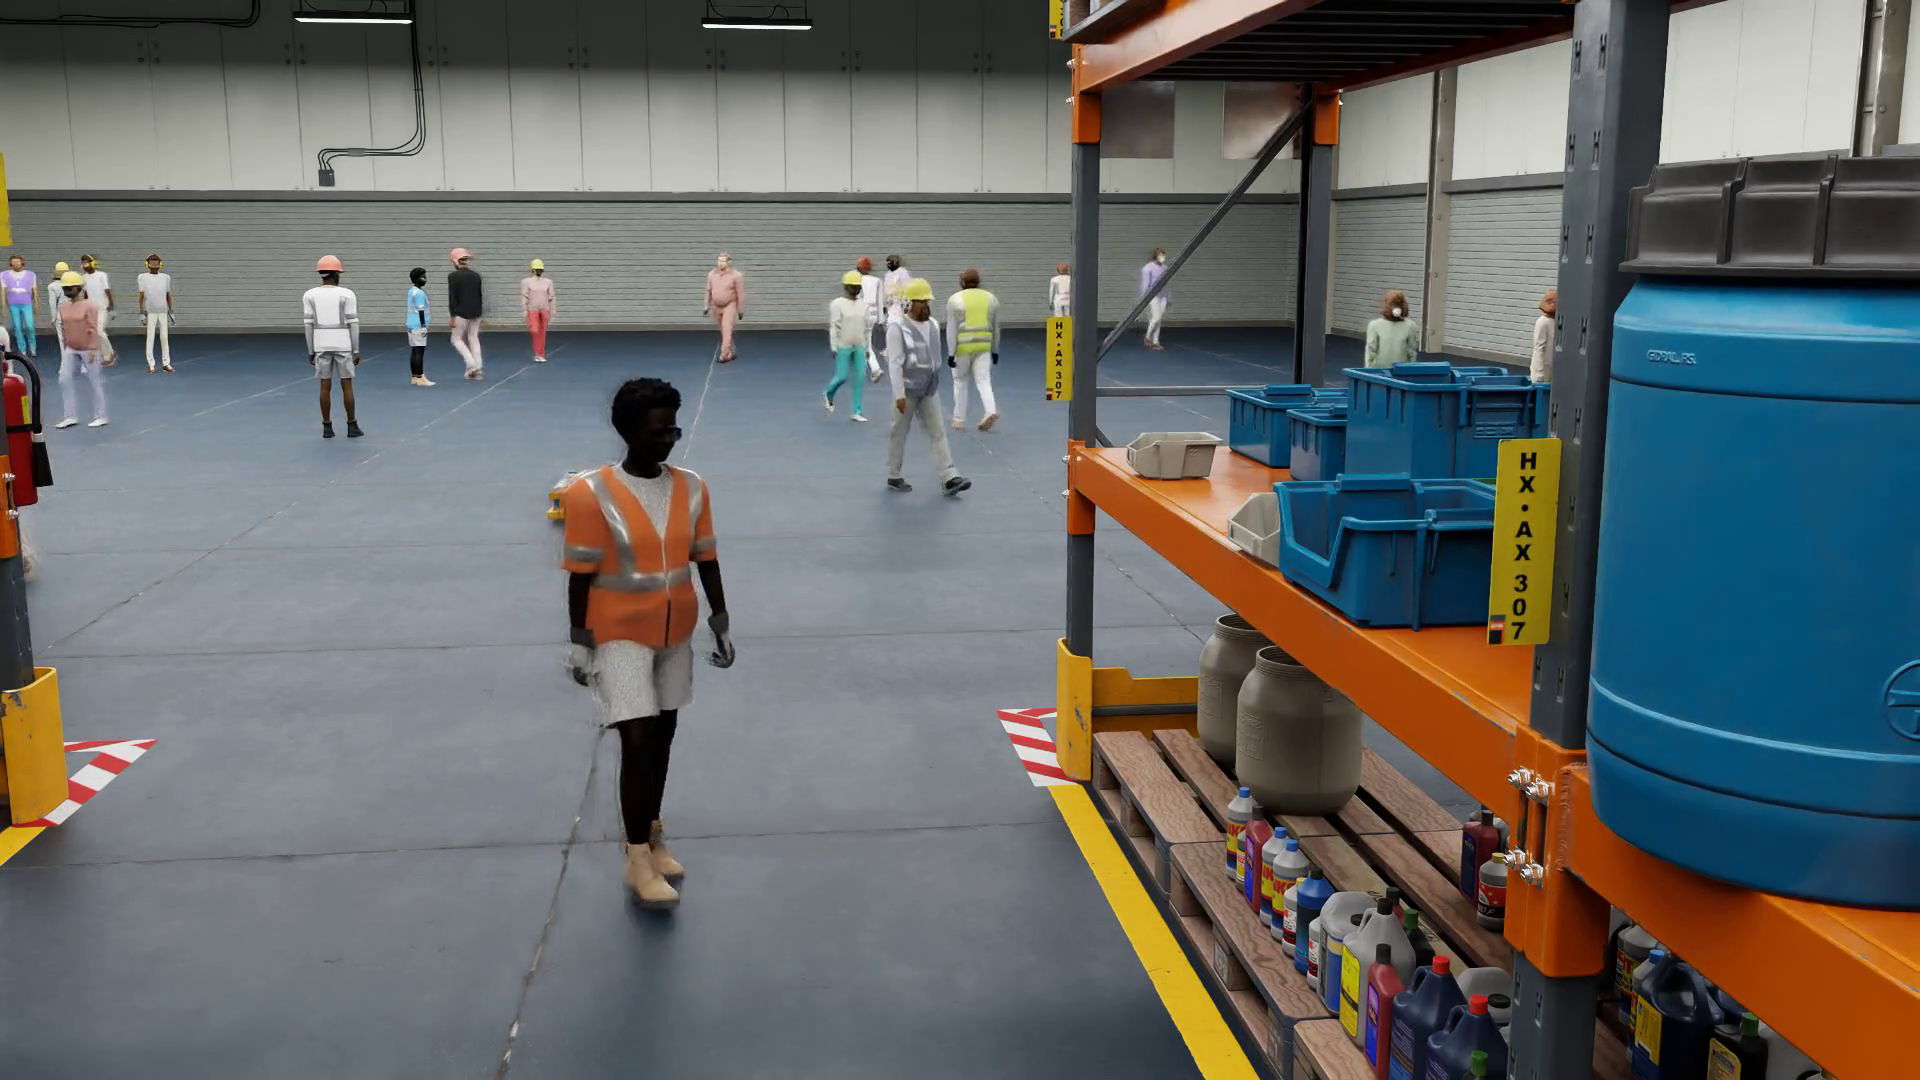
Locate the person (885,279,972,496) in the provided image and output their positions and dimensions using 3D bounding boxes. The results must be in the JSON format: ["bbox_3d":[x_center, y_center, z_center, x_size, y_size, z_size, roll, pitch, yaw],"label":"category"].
[{"bbox_3d":[-0.316,-1.248,13.714,0.612,1.779,0.933,-10,14,-43],"label":"person"}]

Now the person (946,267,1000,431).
[{"bbox_3d":[0.166,-2.093,18.327,0.646,1.808,0.843,-3,11,-18],"label":"person"}]

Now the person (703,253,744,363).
[{"bbox_3d":[-4.014,-3.975,28.470,0.644,1.865,0.967,4,11,21],"label":"person"}]

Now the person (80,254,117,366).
[{"bbox_3d":[-14.257,-3.793,27.496,0.572,1.841,0.419,4,11,21],"label":"person"}]

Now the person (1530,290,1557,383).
[{"bbox_3d":[5.754,-1.635,16.297,0.500,1.625,0.303,-10,14,-42],"label":"person"}]

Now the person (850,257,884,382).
[{"bbox_3d":[-1.374,-3.250,24.529,0.585,1.852,0.926,-8,13,-37],"label":"person"}]

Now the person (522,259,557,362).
[{"bbox_3d":[-7.095,-3.870,28.180,0.546,1.740,0.719,-6,12,-29],"label":"person"}]

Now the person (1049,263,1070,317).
[{"bbox_3d":[2.005,-4.620,32.635,0.536,1.620,0.500,-1,10,-4],"label":"person"}]

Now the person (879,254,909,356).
[{"bbox_3d":[-1.263,-4.179,29.694,0.771,1.814,0.647,-6,12,-31],"label":"person"}]

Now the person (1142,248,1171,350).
[{"bbox_3d":[3.747,-4.555,31.455,0.654,1.925,0.434,-9,14,-40],"label":"person"}]

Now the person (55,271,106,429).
[{"bbox_3d":[-9.840,-2.100,18.510,0.527,1.746,0.658,2,11,11],"label":"person"}]

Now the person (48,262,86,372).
[{"bbox_3d":[-14.011,-3.483,26.107,0.483,1.736,0.311,-8,13,-38],"label":"person"}]

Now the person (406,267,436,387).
[{"bbox_3d":[-7.741,-3.043,23.790,0.322,1.699,0.536,-6,12,-31],"label":"person"}]

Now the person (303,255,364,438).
[{"bbox_3d":[-6.664,-2.048,17.690,0.547,1.934,0.376,-1,10,-7],"label":"person"}]

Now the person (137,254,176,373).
[{"bbox_3d":[-12.674,-3.576,26.265,0.520,1.865,0.328,-10,14,-43],"label":"person"}]

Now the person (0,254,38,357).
[{"bbox_3d":[-16.618,-4.127,29.394,0.575,1.823,0.659,-5,11,-25],"label":"person"}]

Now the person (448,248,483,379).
[{"bbox_3d":[-7.405,-3.369,24.846,0.479,1.968,0.685,6,12,29],"label":"person"}]

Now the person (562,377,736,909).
[{"bbox_3d":[-0.942,0.324,5.340,0.568,1.682,0.554,10,14,43],"label":"person"}]

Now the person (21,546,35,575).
[{"bbox_3d":[-5.919,-0.602,9.752,0.613,1.950,1.027,5,11,26],"label":"person"}]

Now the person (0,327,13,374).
[{"bbox_3d":[-7.036,-0.918,11.795,0.572,1.826,1.004,-4,11,-19],"label":"person"}]

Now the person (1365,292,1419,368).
[{"bbox_3d":[4.197,-1.605,16.194,0.506,1.608,0.664,2,10,8],"label":"person"}]

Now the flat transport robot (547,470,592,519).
[{"bbox_3d":[-2.816,-0.370,13.054,0.652,0.197,1.431,-1,10,-6],"label":"flat transport robot"}]

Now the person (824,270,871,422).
[{"bbox_3d":[-1.305,-2.251,19.292,0.534,1.753,0.589,-7,12,-33],"label":"person"}]
